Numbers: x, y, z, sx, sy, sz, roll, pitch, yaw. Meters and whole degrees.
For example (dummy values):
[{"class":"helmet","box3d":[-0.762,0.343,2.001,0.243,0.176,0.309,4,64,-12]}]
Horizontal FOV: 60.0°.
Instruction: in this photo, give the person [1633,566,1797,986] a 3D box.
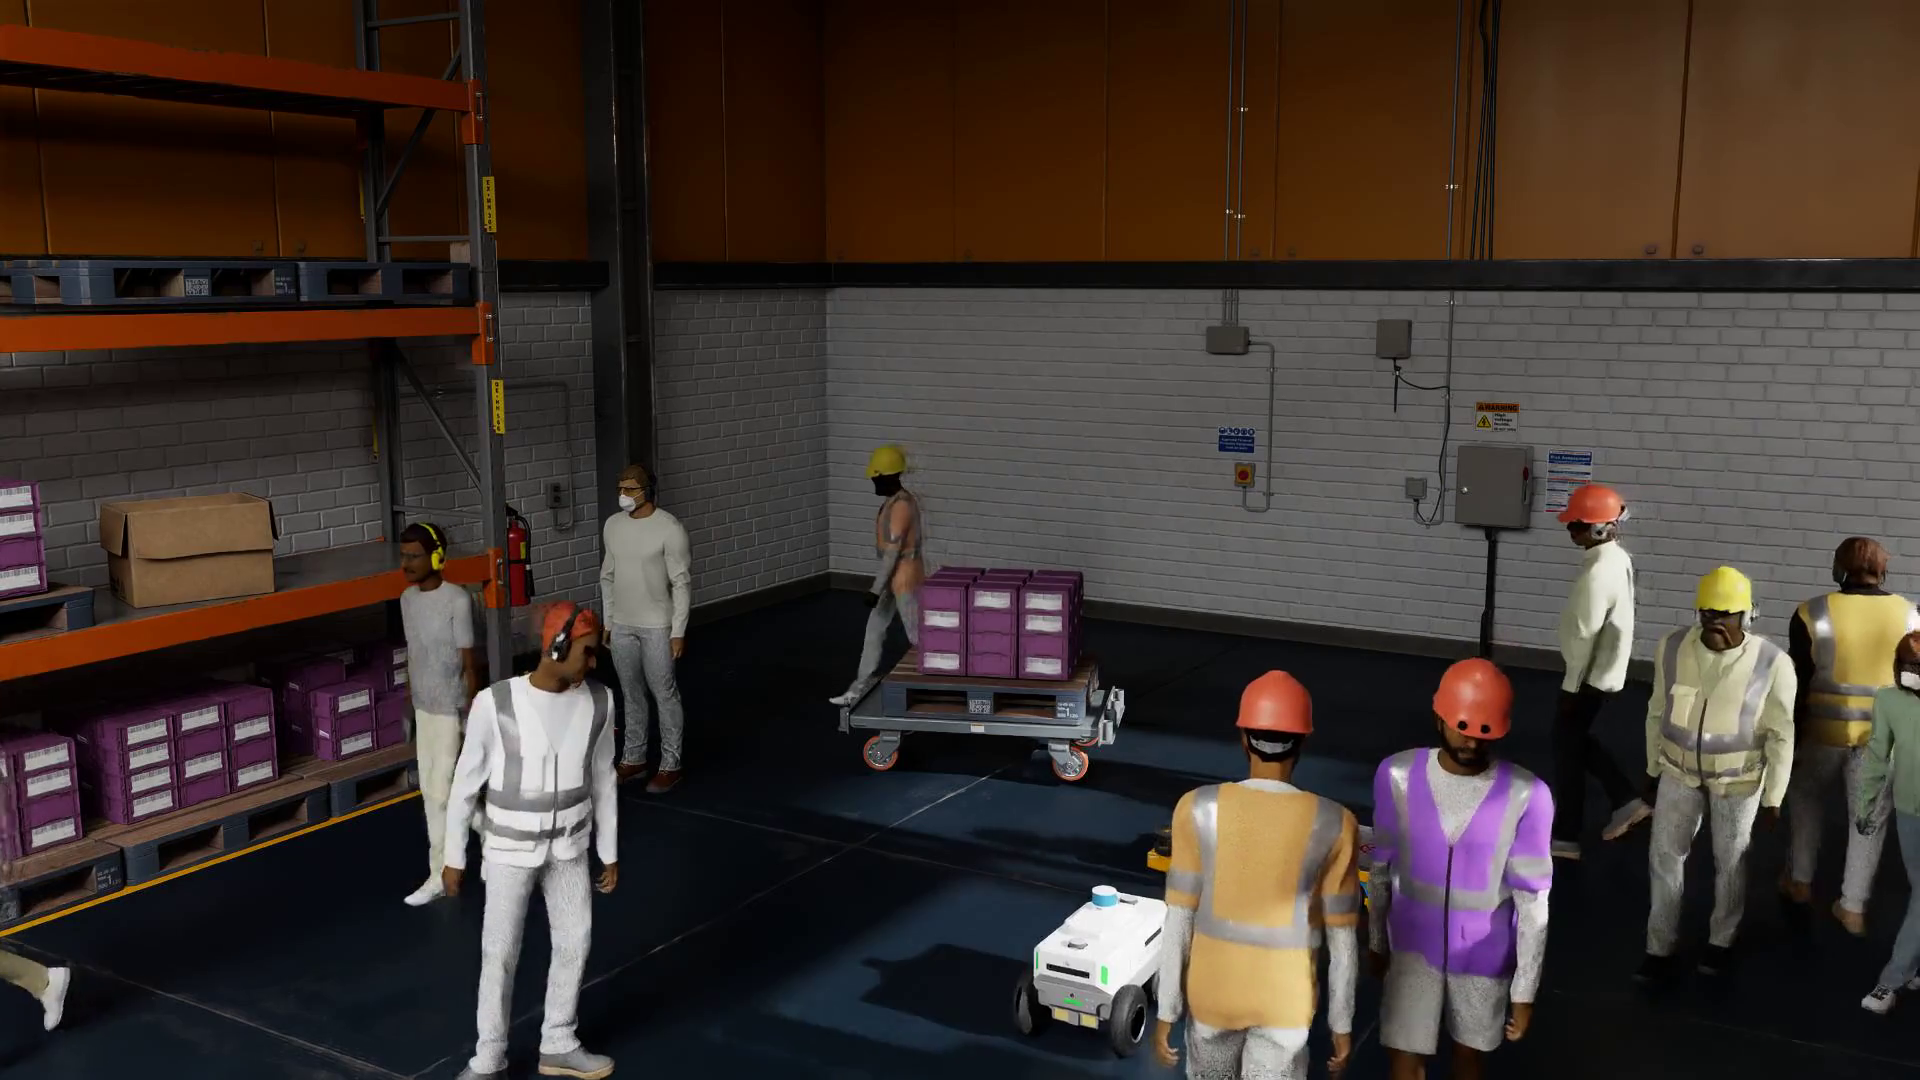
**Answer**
[{"class":"person","box3d":[3.155,1.011,7.023,0.620,1.801,0.753,8,12,40]}]

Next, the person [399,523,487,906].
[{"class":"person","box3d":[-2.481,0.827,8.031,0.549,1.858,0.479,6,11,34]}]

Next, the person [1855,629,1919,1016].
[{"class":"person","box3d":[3.929,1.151,6.834,0.808,1.584,0.515,-5,10,-26]}]

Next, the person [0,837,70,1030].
[{"class":"person","box3d":[-3.692,1.239,6.202,0.508,1.613,0.642,6,11,35]}]

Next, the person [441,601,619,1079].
[{"class":"person","box3d":[-1.597,1.151,6.066,0.745,1.857,0.358,-6,11,-35]}]

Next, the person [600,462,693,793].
[{"class":"person","box3d":[-1.856,0.508,9.764,0.636,1.939,0.362,5,10,30]}]

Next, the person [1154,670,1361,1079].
[{"class":"person","box3d":[0.882,1.331,4.899,0.565,1.862,0.950,3,9,16]}]

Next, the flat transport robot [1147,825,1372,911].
[{"class":"flat transport robot","box3d":[1.722,1.575,8.297,1.431,0.197,0.652,5,11,30]}]

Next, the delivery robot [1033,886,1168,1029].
[{"class":"delivery robot","box3d":[0.580,1.641,6.713,0.477,0.478,0.707,5,10,28]}]

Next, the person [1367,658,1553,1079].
[{"class":"person","box3d":[1.492,1.287,5.074,0.552,1.881,1.004,4,10,23]}]

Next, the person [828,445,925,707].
[{"class":"person","box3d":[-0.393,0.271,11.485,0.942,1.879,0.582,-2,9,-13]}]

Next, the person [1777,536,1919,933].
[{"class":"person","box3d":[4.172,0.877,7.832,0.639,1.816,0.719,3,10,17]}]

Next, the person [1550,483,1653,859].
[{"class":"person","box3d":[3.248,0.684,8.537,0.584,1.978,0.657,6,11,31]}]
